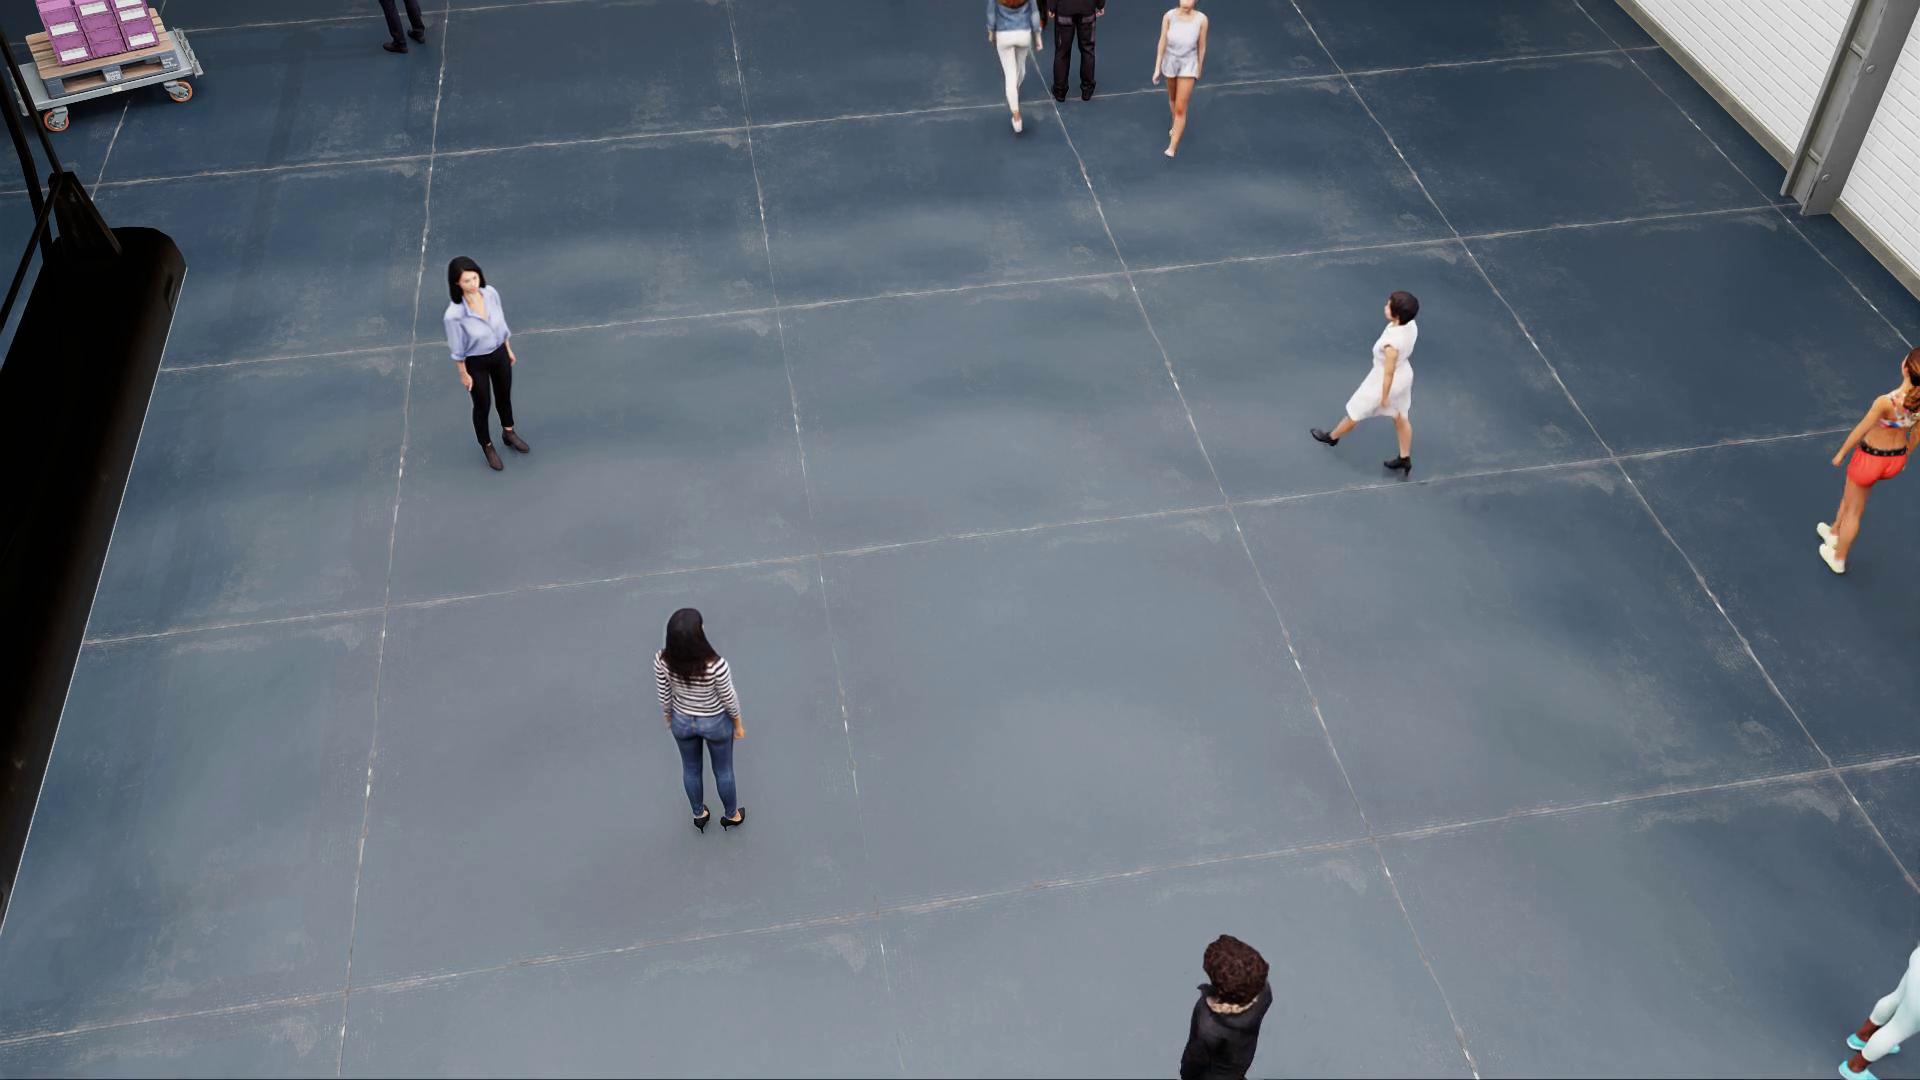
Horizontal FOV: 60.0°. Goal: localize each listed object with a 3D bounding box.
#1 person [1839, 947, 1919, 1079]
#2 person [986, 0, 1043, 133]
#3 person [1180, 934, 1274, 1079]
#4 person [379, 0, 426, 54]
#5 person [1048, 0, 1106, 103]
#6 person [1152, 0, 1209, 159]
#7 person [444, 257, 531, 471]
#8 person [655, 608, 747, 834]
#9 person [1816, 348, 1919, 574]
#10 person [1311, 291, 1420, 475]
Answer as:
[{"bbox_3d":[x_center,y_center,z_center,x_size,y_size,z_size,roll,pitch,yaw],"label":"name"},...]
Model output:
[{"bbox_3d":[4.856,2.182,8.276,0.710,1.723,0.632,19,47,19],"label":"person"},{"bbox_3d":[0.503,-4.595,15.447,0.671,1.644,1.069,-4,44,-4],"label":"person"},{"bbox_3d":[1.298,2.482,7.929,0.911,1.767,1.030,-33,53,-30],"label":"person"},{"bbox_3d":[-5.720,-5.784,16.552,0.860,1.840,0.788,24,49,23],"label":"person"},{"bbox_3d":[1.096,-5.055,15.788,0.751,1.838,0.606,-2,44,-2],"label":"person"},{"bbox_3d":[2.040,-4.392,15.287,0.899,1.571,1.078,15,46,16],"label":"person"},{"bbox_3d":[-3.391,-1.278,11.893,0.772,1.743,0.729,29,51,27],"label":"person"},{"bbox_3d":[-1.461,1.047,9.414,0.645,1.796,0.588,5,44,6],"label":"person"},{"bbox_3d":[6.103,-0.459,11.006,0.599,1.782,0.671,-5,44,-6],"label":"person"},{"bbox_3d":[3.127,-1.083,11.855,1.046,1.513,0.958,28,50,26],"label":"person"}]
